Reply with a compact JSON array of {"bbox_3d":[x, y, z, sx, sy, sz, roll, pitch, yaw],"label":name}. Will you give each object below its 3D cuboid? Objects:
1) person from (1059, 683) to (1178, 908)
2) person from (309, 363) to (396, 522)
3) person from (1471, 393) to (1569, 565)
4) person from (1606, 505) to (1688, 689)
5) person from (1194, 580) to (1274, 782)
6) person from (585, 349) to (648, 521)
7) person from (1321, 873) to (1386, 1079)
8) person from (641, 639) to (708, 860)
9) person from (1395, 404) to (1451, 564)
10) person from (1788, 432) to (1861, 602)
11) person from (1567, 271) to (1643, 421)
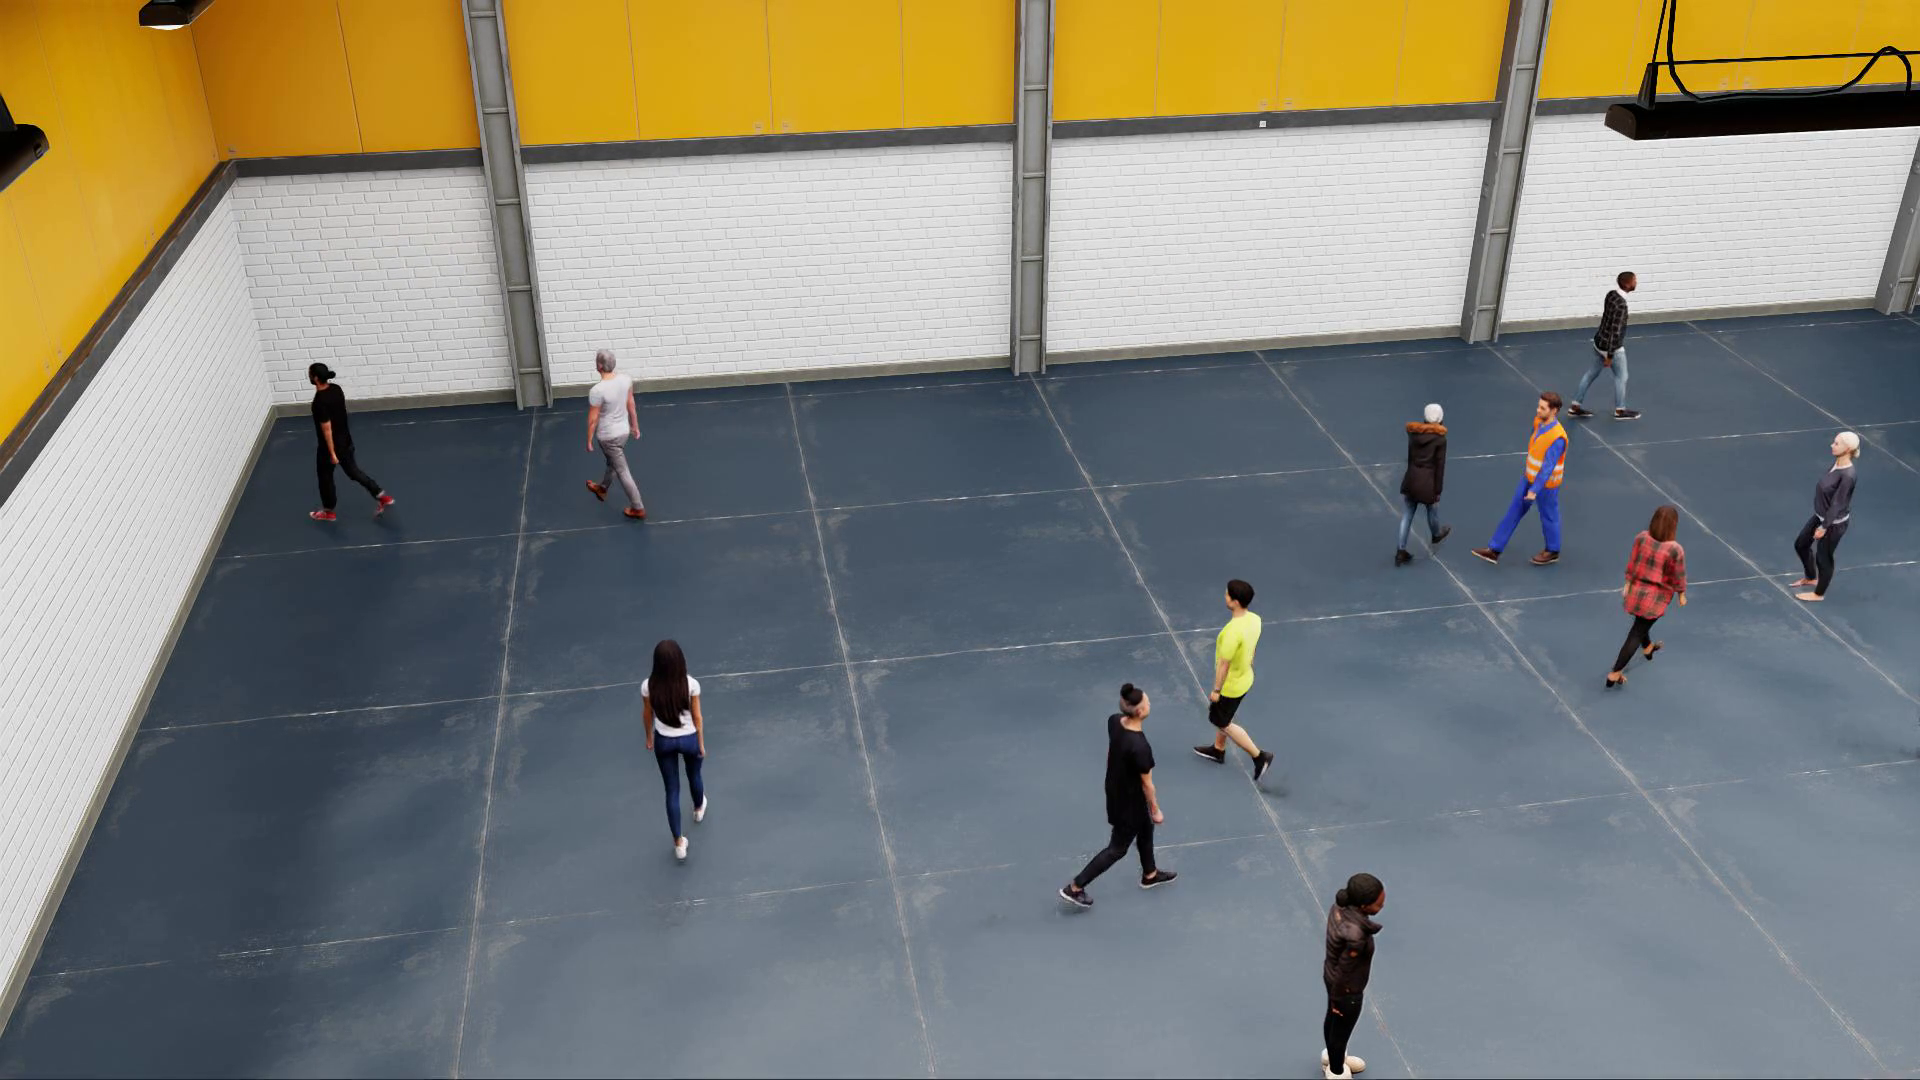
[{"bbox_3d":[1.110,1.814,11.623,1.163,1.826,0.709,-6,29,-11],"label":"person"},{"bbox_3d":[-6.232,-0.965,16.813,1.202,1.735,0.860,3,29,6],"label":"person"},{"bbox_3d":[5.663,-0.544,15.957,1.167,1.814,0.761,-8,30,-15],"label":"person"},{"bbox_3d":[5.809,0.527,14.164,1.166,1.652,0.902,-17,33,-28],"label":"person"},{"bbox_3d":[2.210,1.115,13.045,1.048,1.691,0.971,17,33,29],"label":"person"},{"bbox_3d":[-3.445,-1.023,16.874,1.236,1.778,1.171,18,33,29],"label":"person"},{"bbox_3d":[2.339,2.705,10.161,0.603,1.661,0.655,-5,29,-8],"label":"person"},{"bbox_3d":[-2.089,1.548,12.191,0.957,1.749,0.764,-1,29,-1],"label":"person"},{"bbox_3d":[4.430,-0.513,16.128,1.137,1.597,0.992,-23,36,-36],"label":"person"},{"bbox_3d":[8.165,-0.198,15.427,0.685,1.715,0.700,4,29,8],"label":"person"},{"bbox_3d":[7.320,-2.203,19.031,1.070,1.785,0.782,-2,29,-3],"label":"person"}]
